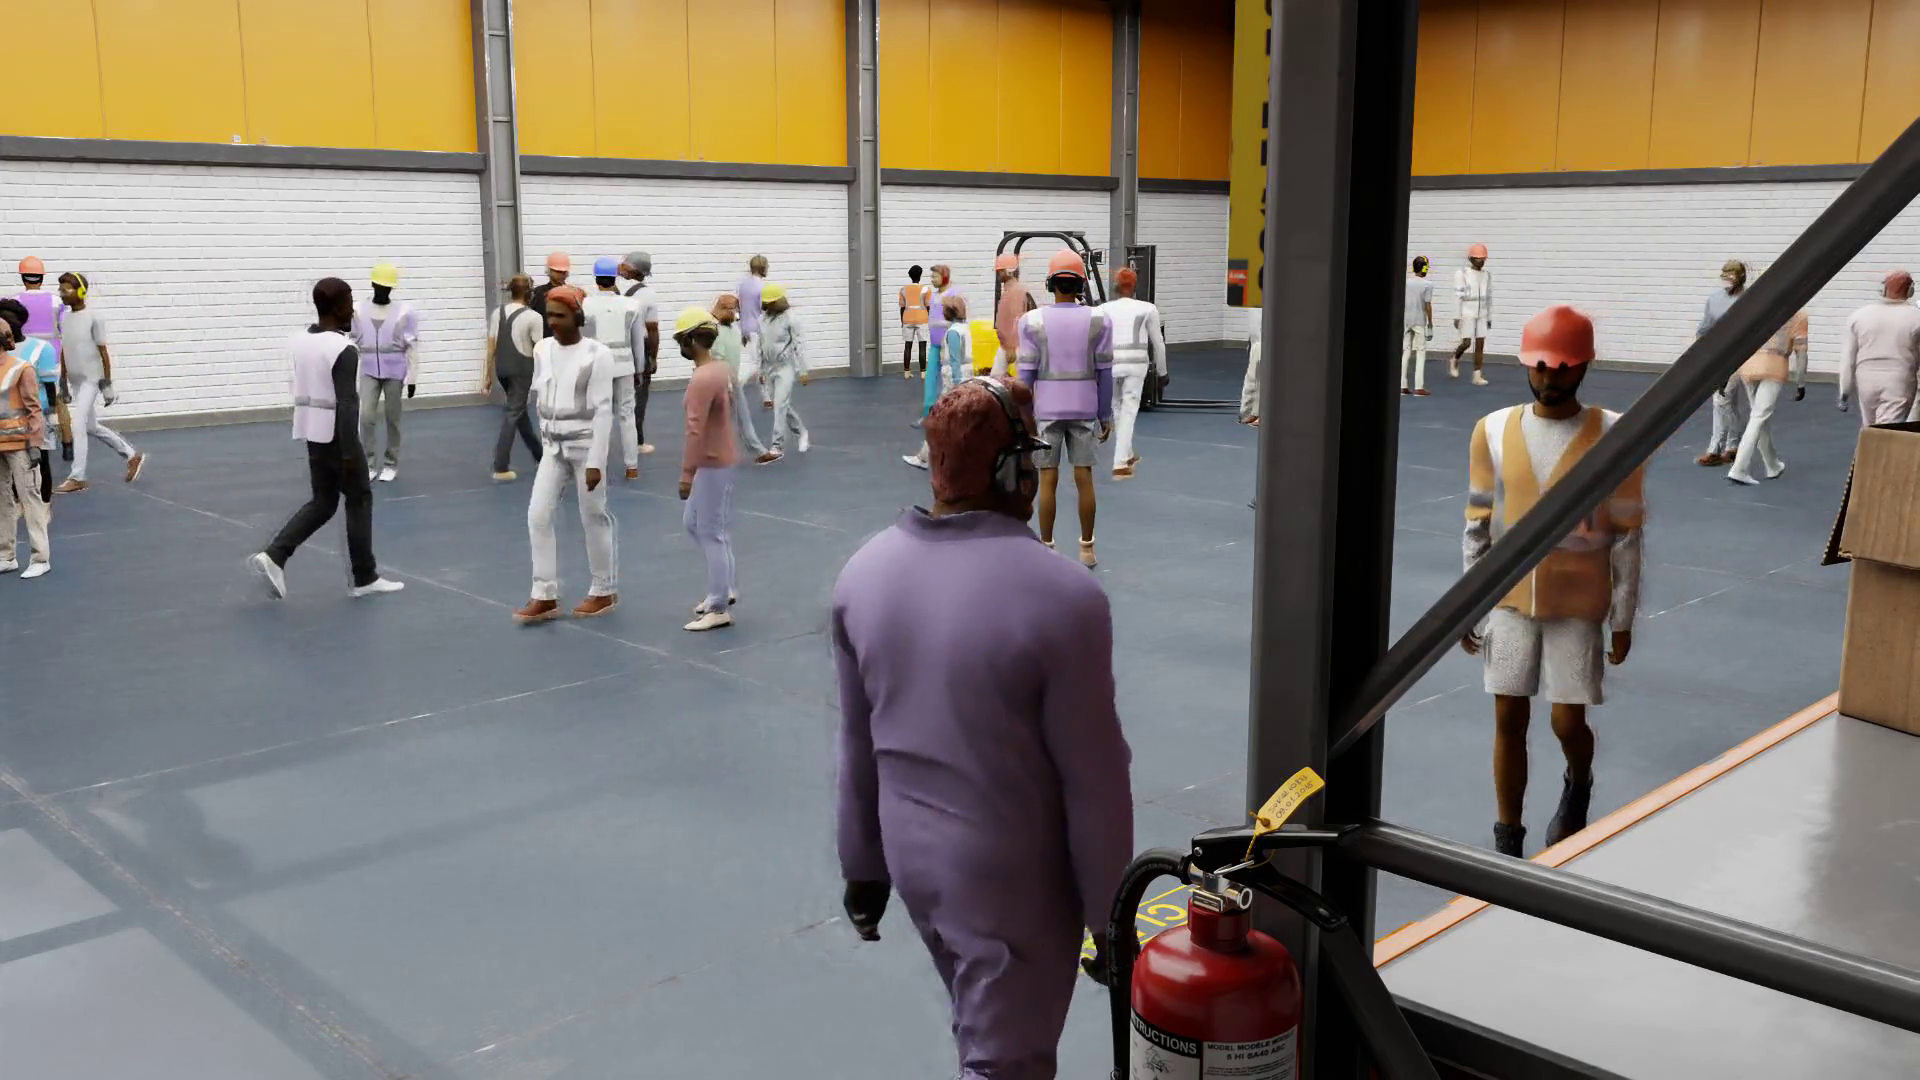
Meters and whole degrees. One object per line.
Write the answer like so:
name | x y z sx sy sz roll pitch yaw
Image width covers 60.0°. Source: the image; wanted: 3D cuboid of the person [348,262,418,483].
person | -4.956 -1.414 14.244 0.621 1.891 0.731 -1 10 -5

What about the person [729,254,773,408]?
person | -2.541 -2.532 20.330 0.888 1.914 0.639 -7 12 -33

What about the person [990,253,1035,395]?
person | 0.652 -2.143 18.105 0.982 1.959 0.636 -3 11 -14

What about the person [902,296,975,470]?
person | -0.058 -1.405 15.019 0.871 1.585 0.546 3 11 16

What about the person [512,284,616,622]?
person | -2.185 -0.452 9.091 0.600 1.857 0.788 6 12 29

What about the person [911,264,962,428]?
person | -0.136 -2.167 18.559 0.838 1.820 0.570 -7 13 -34

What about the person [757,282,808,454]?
person | -1.674 -1.641 16.034 0.535 1.700 0.775 6 12 32

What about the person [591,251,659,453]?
person | -3.349 -1.859 16.284 0.860 2.000 0.537 0 10 1

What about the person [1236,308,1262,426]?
person | 3.351 -2.209 18.659 0.328 1.872 0.513 -3 11 -13

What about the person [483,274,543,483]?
person | -3.832 -1.430 14.627 0.529 1.788 0.982 5 12 26

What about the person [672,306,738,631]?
person | -1.392 -0.392 9.074 0.352 1.747 0.610 0 10 -1

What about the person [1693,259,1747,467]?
person | 7.065 -1.635 15.418 0.844 1.897 0.678 -3 11 -17

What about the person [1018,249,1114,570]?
person | 0.666 -0.817 10.592 0.607 2.044 0.374 -1 10 -4

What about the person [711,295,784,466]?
person | -2.088 -1.441 15.227 0.831 1.588 0.507 4 11 21

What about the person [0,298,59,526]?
person | -6.806 -0.903 12.062 0.536 1.683 0.429 -2 11 -11

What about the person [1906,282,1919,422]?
person | 9.599 -1.793 16.517 0.596 1.826 0.403 -2 11 -9

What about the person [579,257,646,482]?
person | -3.018 -1.454 14.322 0.614 1.946 0.390 -4 11 -22

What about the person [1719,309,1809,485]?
person | 6.954 -1.414 14.363 0.996 1.857 0.602 -8 13 -38

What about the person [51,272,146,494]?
person | -7.348 -1.345 14.054 0.521 1.837 0.876 5 12 27

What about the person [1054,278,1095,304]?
person | 1.463 -2.780 21.583 0.552 1.935 0.368 4 11 22

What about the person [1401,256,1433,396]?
person | 6.086 -2.854 22.213 0.334 1.860 0.533 -9 13 -39

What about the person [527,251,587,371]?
person | -4.012 -1.891 16.681 0.648 1.976 0.480 -4 11 -20

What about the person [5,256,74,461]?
person | -8.678 -1.699 15.690 0.552 1.935 0.374 -8 13 -38

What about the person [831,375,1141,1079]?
person | 0.012 0.628 3.177 0.866 1.883 0.645 -10 14 -42

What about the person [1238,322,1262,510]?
person | 2.405 -1.008 12.862 0.837 1.588 0.528 -10 14 -44

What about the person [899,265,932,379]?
person | -0.653 -3.227 24.699 0.532 1.694 0.320 4 11 20

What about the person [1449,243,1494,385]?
person | 7.317 -3.228 23.806 0.665 2.025 0.618 -3 11 -15

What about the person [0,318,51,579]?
person | -5.941 -0.571 10.361 0.523 1.636 0.310 3 11 13

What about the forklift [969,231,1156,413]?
forklift | 1.222 -2.721 20.561 2.313 2.155 1.214 2 11 13

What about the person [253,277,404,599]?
person | -3.711 -0.573 9.674 0.597 1.900 0.768 9 13 39

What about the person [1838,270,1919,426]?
person | 7.397 -1.207 13.244 1.019 1.860 0.661 -9 14 -41

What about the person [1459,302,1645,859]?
person | 1.934 0.186 5.454 0.555 1.926 0.584 7 13 35

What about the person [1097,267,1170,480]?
person | 1.526 -1.483 14.777 0.596 1.840 0.942 5 12 27
